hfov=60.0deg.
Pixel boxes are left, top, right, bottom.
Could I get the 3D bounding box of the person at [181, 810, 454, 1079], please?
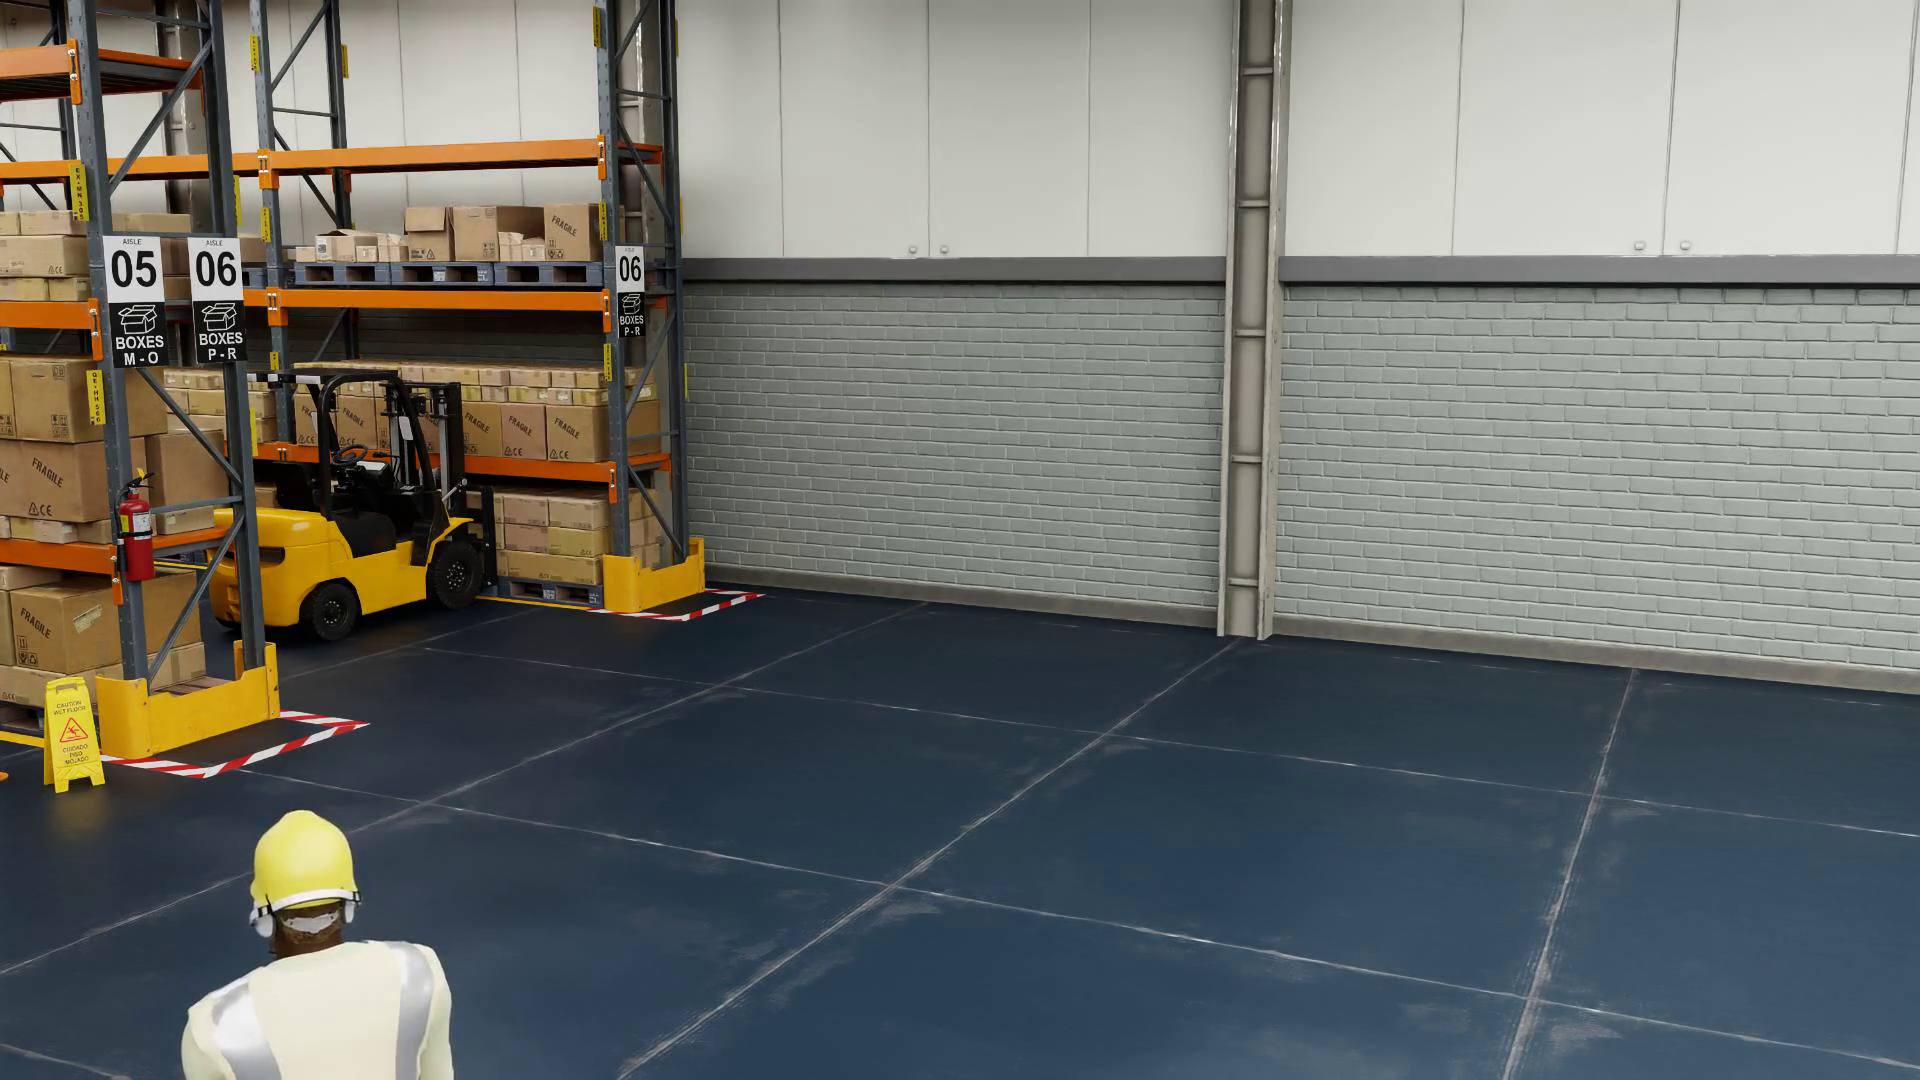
[{"bbox_3d":[-1.442,1.512,3.788,0.592,1.832,0.404,-7,12,-38],"label":"person"}]
